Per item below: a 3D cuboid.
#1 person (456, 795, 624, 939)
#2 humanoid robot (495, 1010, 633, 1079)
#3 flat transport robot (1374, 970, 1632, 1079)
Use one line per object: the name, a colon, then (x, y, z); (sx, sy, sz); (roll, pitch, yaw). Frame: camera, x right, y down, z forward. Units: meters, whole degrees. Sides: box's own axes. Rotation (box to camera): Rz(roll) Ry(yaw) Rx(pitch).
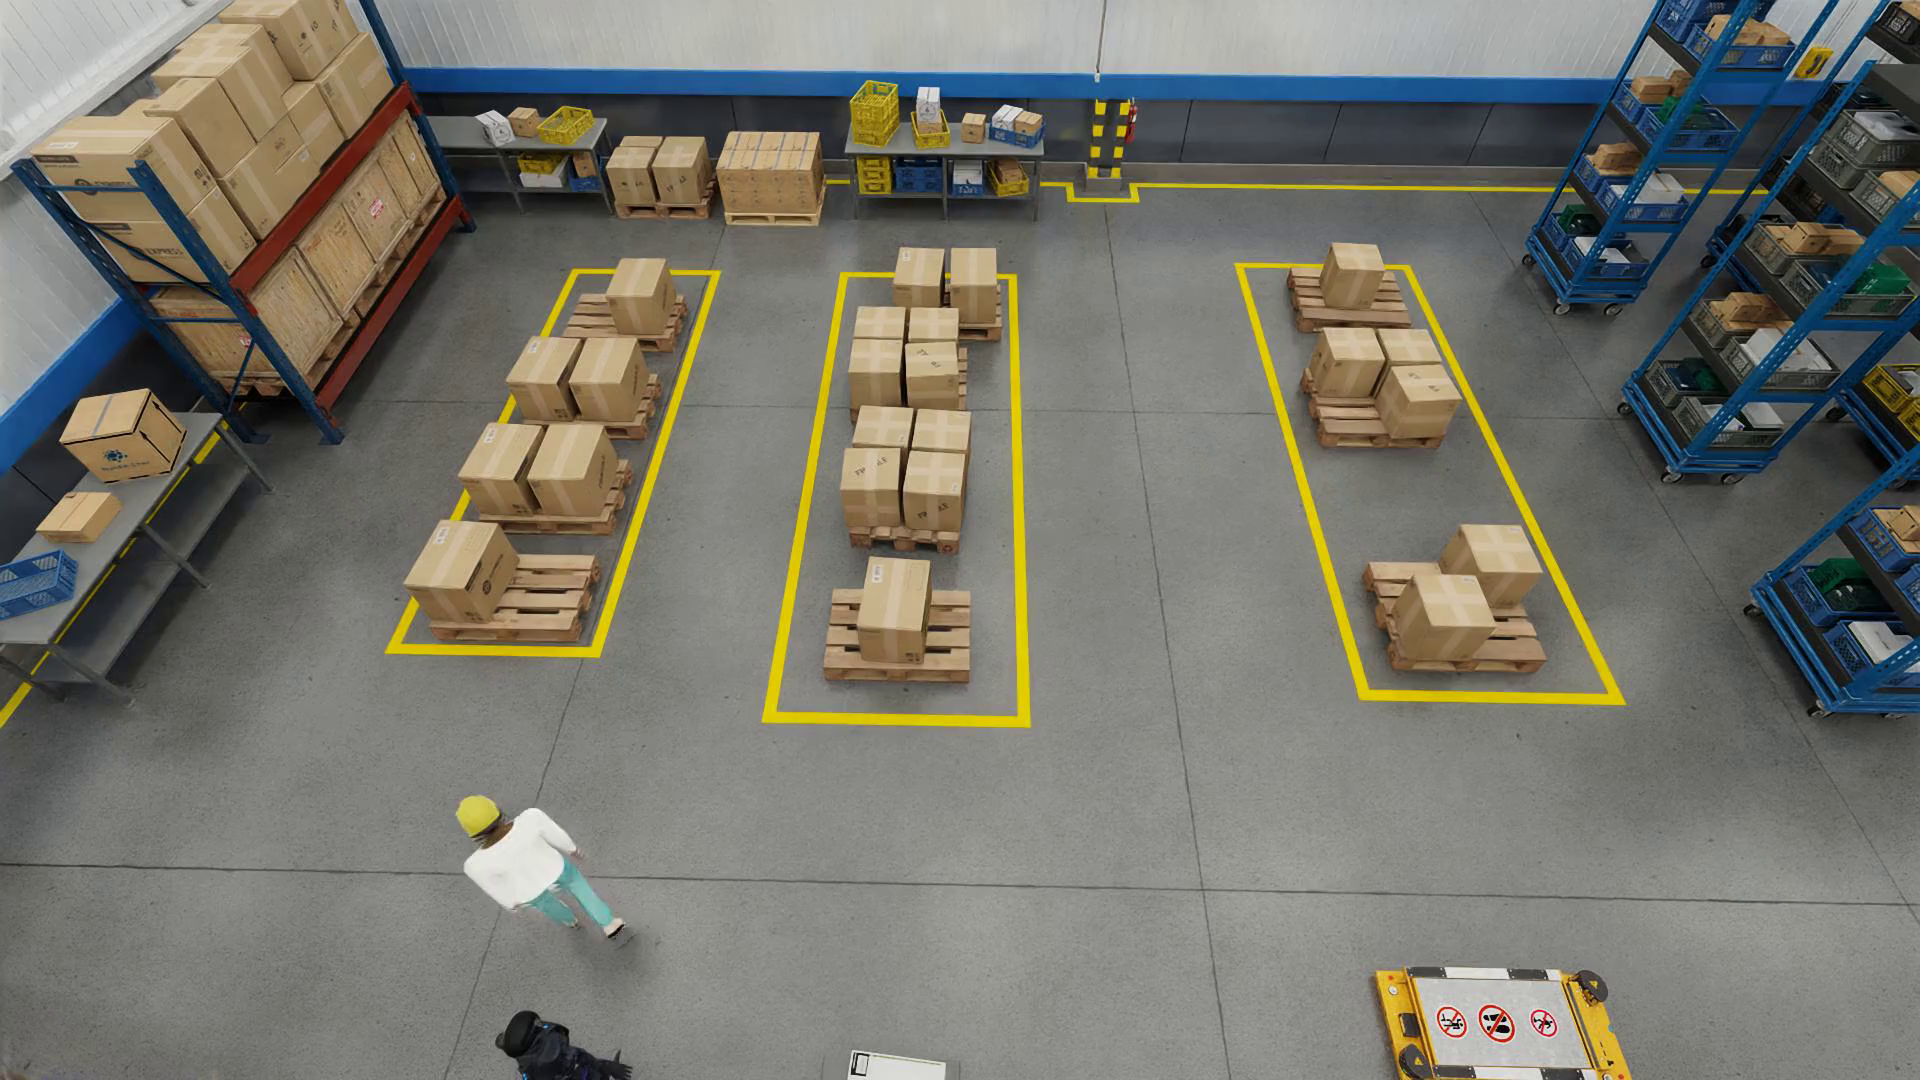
person: (-2.644, 2.140, 5.794); (0.629, 1.738, 0.535); (33, 58, 24)
humanoid robot: (-2.189, 2.980, 5.146); (0.574, 1.651, 0.332); (8, 51, 6)
flat transport robot: (3.501, 3.133, 5.914); (1.431, 0.197, 0.652); (1, 51, 1)
